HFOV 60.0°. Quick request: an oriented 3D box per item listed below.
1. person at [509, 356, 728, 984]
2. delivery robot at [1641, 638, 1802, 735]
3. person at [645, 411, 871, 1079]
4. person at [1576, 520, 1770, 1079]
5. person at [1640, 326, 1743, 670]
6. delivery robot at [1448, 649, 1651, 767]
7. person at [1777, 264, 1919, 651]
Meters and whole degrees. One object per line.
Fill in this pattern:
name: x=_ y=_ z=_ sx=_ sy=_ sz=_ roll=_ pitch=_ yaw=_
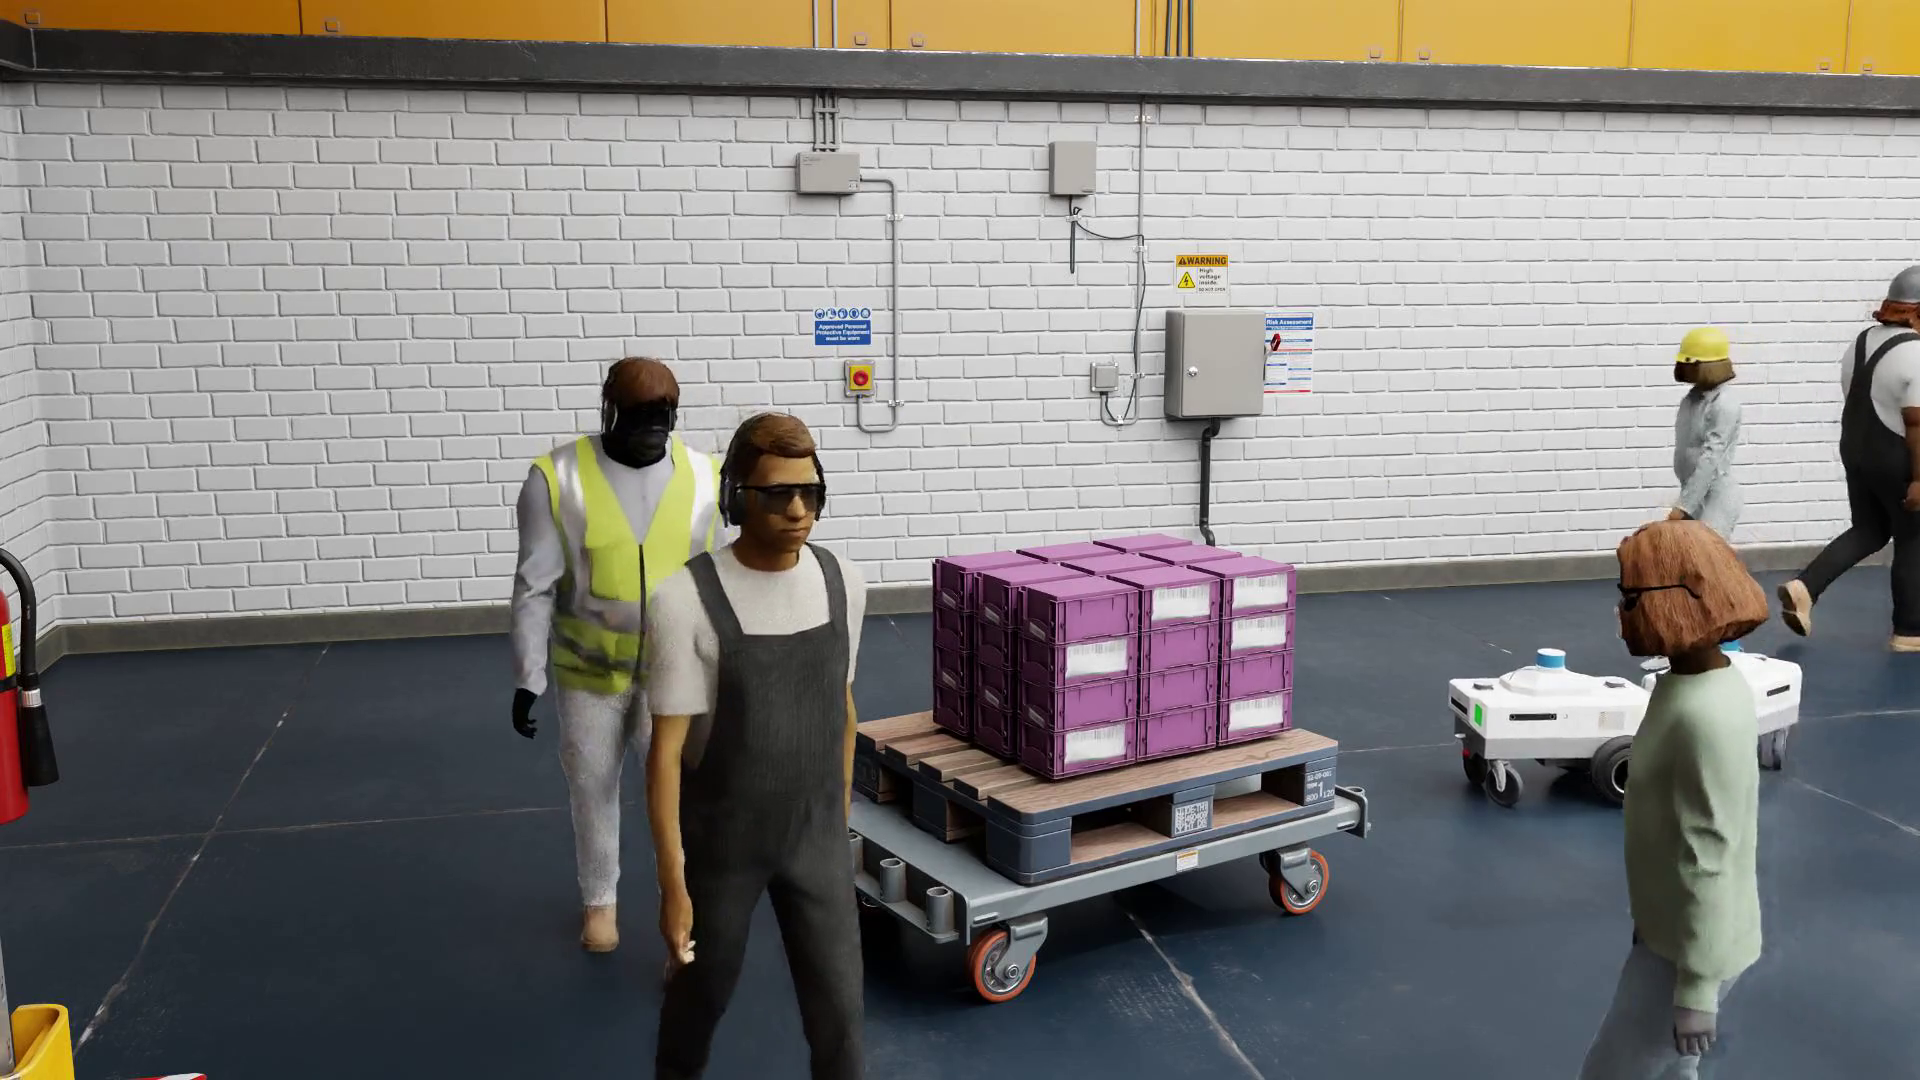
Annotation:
person: x=-0.945 y=0.386 z=4.747 sx=0.664 sy=1.795 sz=0.901 roll=-4 pitch=11 yaw=-19
delivery robot: x=3.057 y=0.617 z=6.672 sx=0.707 sy=0.478 sz=0.477 roll=-7 pitch=13 yaw=-36
person: x=-0.435 y=0.617 z=3.499 sx=0.531 sy=1.801 sz=0.977 roll=-7 pitch=12 yaw=-33
person: x=1.333 y=0.767 z=3.149 sx=0.347 sy=1.614 sz=0.520 roll=4 pitch=11 yaw=19
person: x=3.554 y=-0.166 z=8.040 sx=0.359 sy=1.725 sz=0.483 roll=-1 pitch=10 yaw=-5
delivery robot: x=2.264 y=0.663 z=6.415 sx=0.707 sy=0.478 sz=0.477 roll=0 pitch=10 yaw=-3
person: x=4.759 y=-0.424 z=8.581 sx=0.769 sy=2.000 sz=0.690 roll=-1 pitch=10 yaw=-7
